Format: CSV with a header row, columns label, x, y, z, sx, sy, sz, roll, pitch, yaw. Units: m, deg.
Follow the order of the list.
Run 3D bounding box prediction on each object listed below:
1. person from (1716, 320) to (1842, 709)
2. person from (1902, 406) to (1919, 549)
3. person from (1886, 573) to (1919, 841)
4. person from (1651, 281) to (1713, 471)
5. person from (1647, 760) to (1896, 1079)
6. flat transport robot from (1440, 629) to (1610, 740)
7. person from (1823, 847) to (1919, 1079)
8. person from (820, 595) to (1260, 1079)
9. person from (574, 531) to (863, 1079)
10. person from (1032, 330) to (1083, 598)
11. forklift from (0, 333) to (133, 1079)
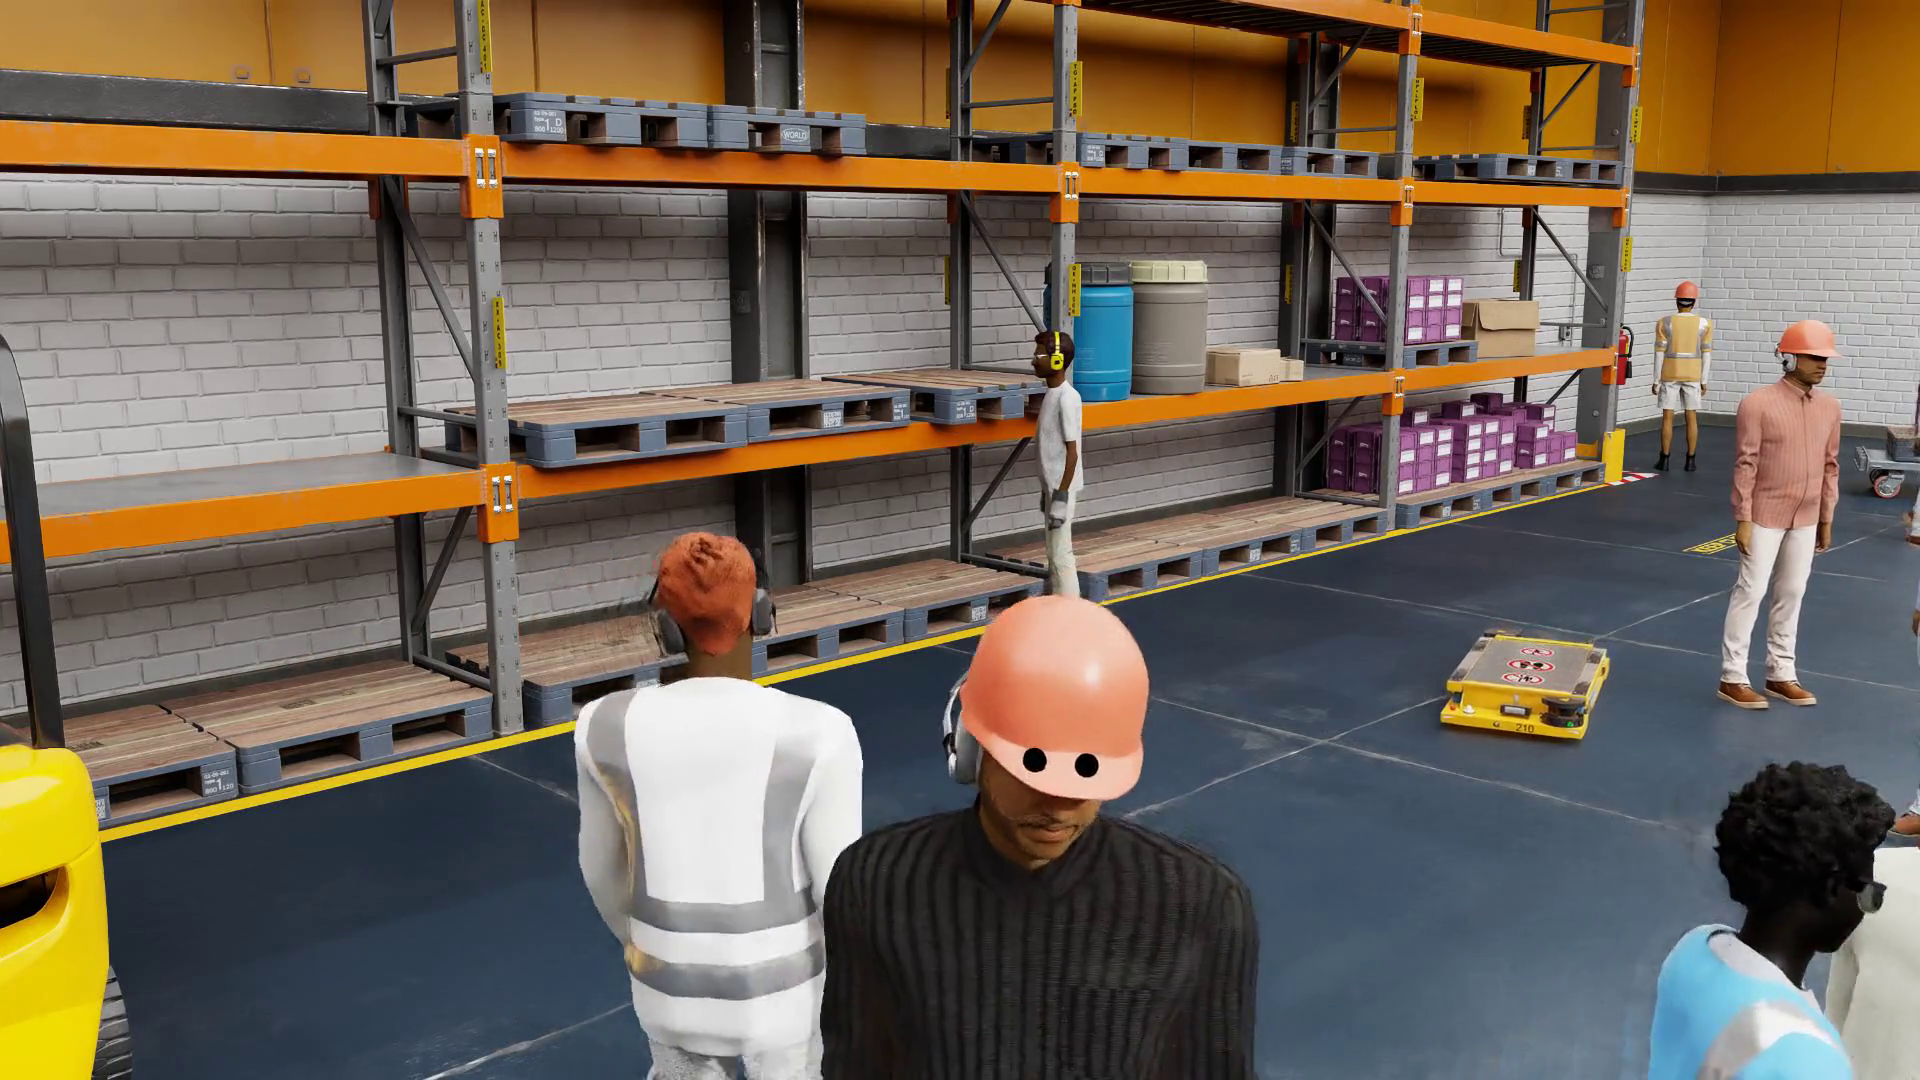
label,x,y,z,sx,sy,sz,roll,pitch,yaw
person,4.209,-0.124,8.483,0.617,1.990,0.400,-3,11,-15
person,7.570,-0.856,12.785,0.591,1.864,0.468,-6,12,-30
person,3.888,0.285,6.367,0.370,1.940,0.630,-1,10,-7
person,7.363,-1.667,17.012,0.547,1.938,0.377,3,11,16
person,1.224,1.145,2.420,0.724,1.659,0.569,1,10,8
flat transport robot,2.936,0.717,8.561,0.652,0.197,1.431,5,12,25
person,1.585,1.077,2.686,0.818,1.700,0.533,-1,10,-5
person,0.089,1.035,2.229,0.611,1.961,0.578,1,10,7
person,-0.455,0.904,3.218,0.596,1.855,0.613,1,10,8
person,0.542,-0.267,9.575,0.326,1.869,0.518,-1,10,-5
forklift,-3.289,0.485,4.582,1.214,2.155,2.313,-10,14,-44
